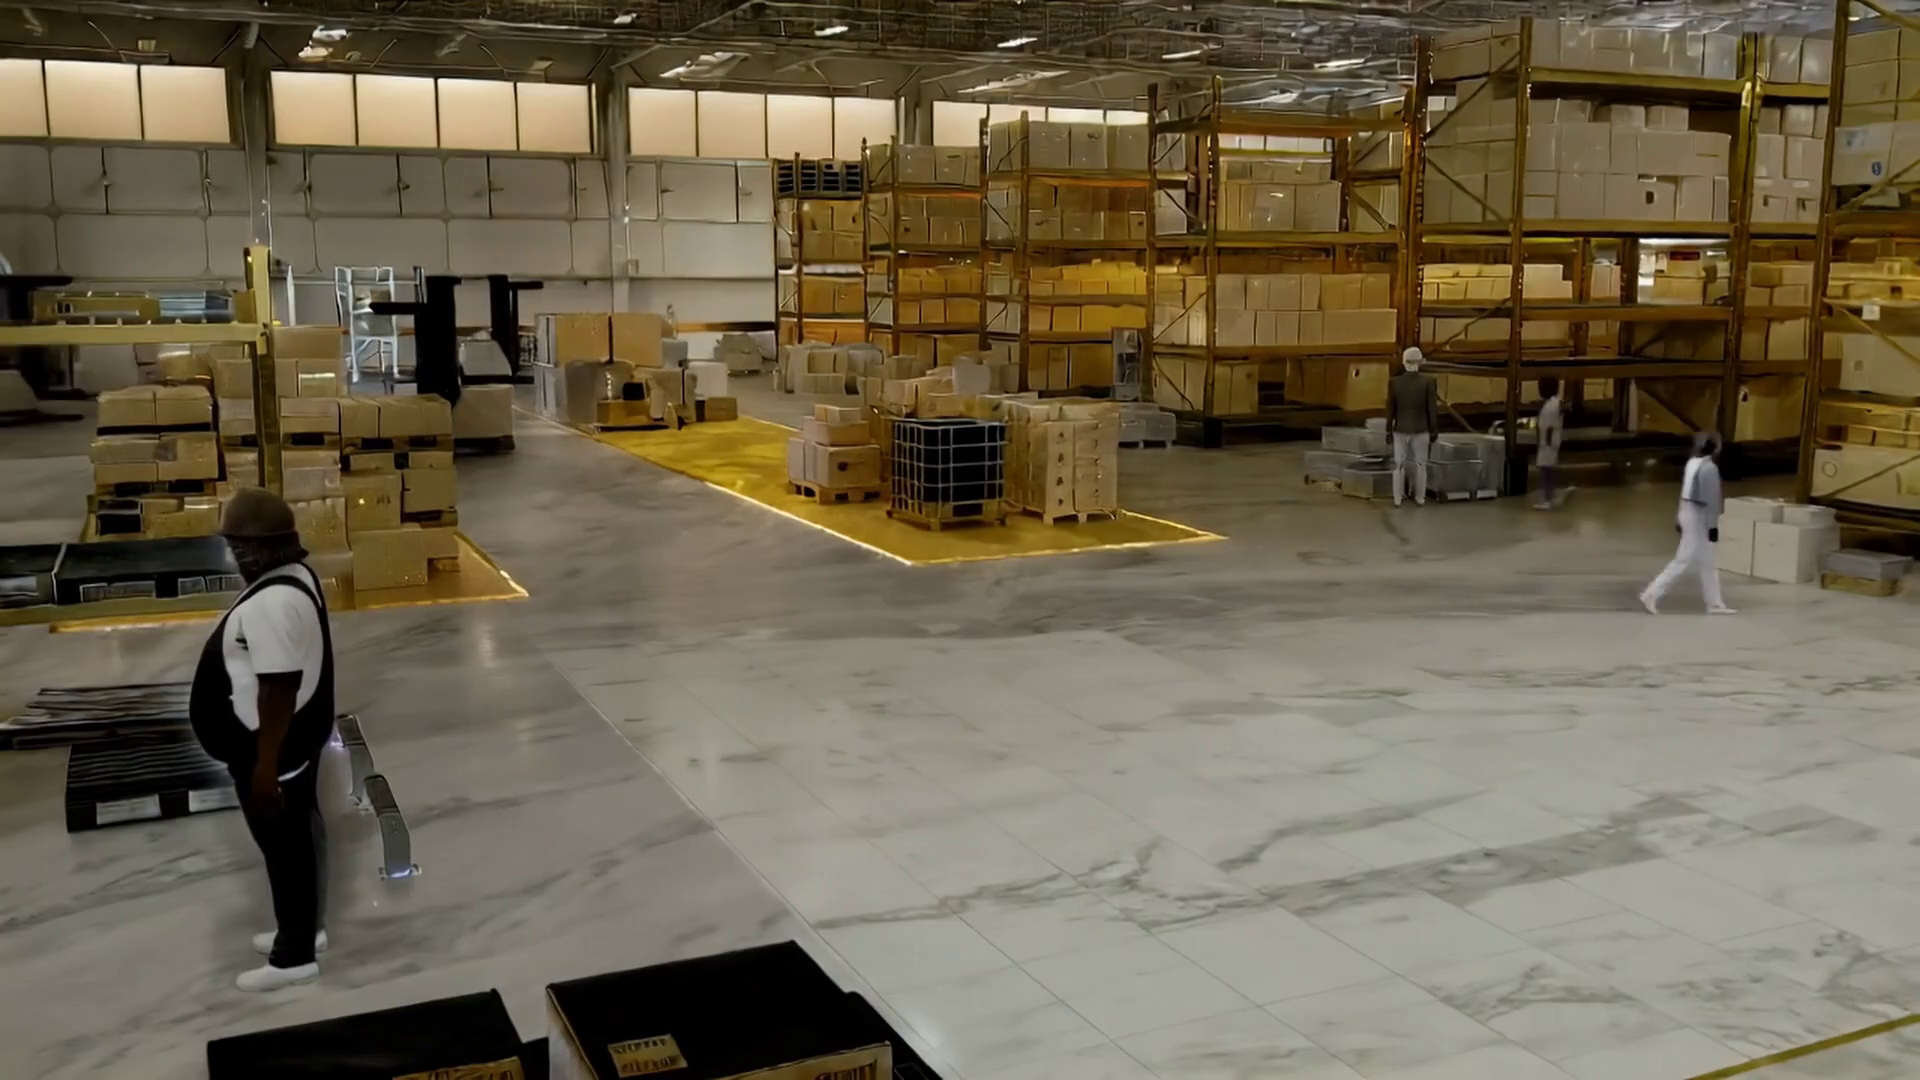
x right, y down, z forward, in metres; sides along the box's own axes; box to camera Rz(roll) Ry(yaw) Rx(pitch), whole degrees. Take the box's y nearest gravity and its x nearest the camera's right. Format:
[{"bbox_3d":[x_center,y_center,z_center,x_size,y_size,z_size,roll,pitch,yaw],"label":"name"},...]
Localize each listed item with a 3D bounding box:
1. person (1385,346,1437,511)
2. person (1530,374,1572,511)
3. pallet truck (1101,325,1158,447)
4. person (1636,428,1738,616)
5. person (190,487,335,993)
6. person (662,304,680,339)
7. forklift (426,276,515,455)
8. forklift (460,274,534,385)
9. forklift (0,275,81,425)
[{"bbox_3d":[5.447,-1.336,20.114,0.608,1.996,0.382,1,9,9],"label":"person"},{"bbox_3d":[7.113,-1.165,20.023,0.392,1.670,0.574,4,10,22],"label":"person"},{"bbox_3d":[2.881,-2.596,27.923,0.823,1.965,1.885,-1,9,-7],"label":"pallet truck"},{"bbox_3d":[6.121,-0.142,13.933,0.833,1.602,0.528,1,9,5],"label":"person"},{"bbox_3d":[-2.826,0.794,6.761,0.539,2.000,0.689,-2,9,-13],"label":"person"},{"bbox_3d":[-8.640,-6.074,49.685,0.544,1.939,0.372,-1,9,-4],"label":"person"},{"bbox_3d":[-8.069,-2.737,26.069,1.873,2.768,1.129,-4,10,-25],"label":"forklift"},{"bbox_3d":[-11.695,-5.343,42.237,1.873,2.768,1.129,-4,10,-25],"label":"forklift"},{"bbox_3d":[-17.817,-3.560,31.174,1.129,2.768,1.873,5,11,31],"label":"forklift"}]
